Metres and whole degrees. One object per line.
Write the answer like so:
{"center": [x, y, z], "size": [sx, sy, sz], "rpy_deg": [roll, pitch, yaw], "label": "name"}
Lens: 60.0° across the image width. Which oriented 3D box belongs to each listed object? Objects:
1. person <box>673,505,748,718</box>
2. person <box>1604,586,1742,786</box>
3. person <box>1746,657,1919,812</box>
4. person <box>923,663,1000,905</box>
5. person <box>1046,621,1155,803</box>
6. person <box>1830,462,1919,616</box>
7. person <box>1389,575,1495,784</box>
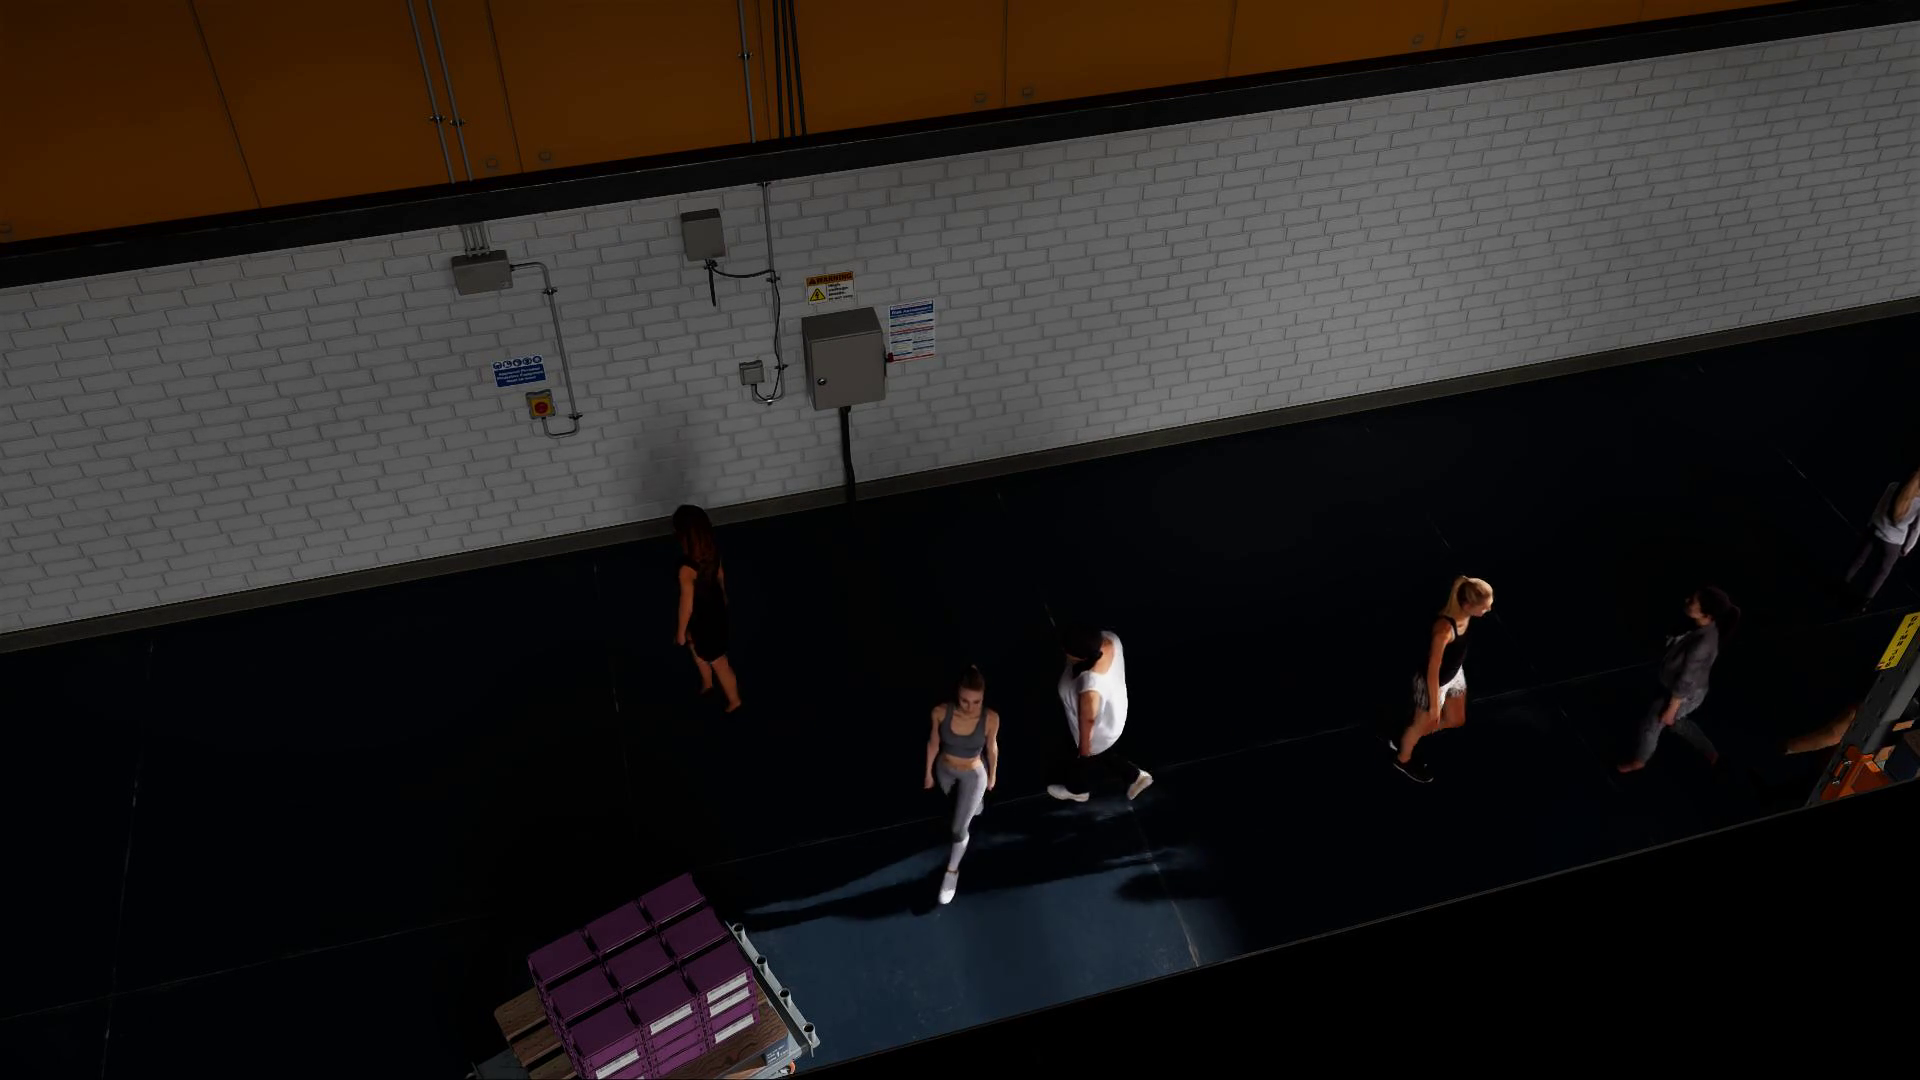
{"center": [-1.472, 0.504, 10.235], "size": [0.781, 1.825, 0.709], "rpy_deg": [11, 45, 11], "label": "person"}
{"center": [4.368, 0.939, 9.901], "size": [1.032, 1.656, 0.967], "rpy_deg": [22, 48, 21], "label": "person"}
{"center": [5.043, 1.391, 9.394], "size": [0.826, 1.701, 1.222], "rpy_deg": [-19, 47, -19], "label": "person"}
{"center": [0.023, 1.267, 9.543], "size": [0.944, 1.674, 1.166], "rpy_deg": [12, 45, 13], "label": "person"}
{"center": [0.834, 1.056, 9.776], "size": [1.032, 1.659, 0.991], "rpy_deg": [19, 47, 19], "label": "person"}
{"center": [6.228, -0.024, 11.188], "size": [0.596, 1.275, 0.497], "rpy_deg": [-25, 49, -24], "label": "person"}
{"center": [2.775, 0.784, 9.940], "size": [0.815, 1.827, 0.774], "rpy_deg": [28, 50, 26], "label": "person"}
